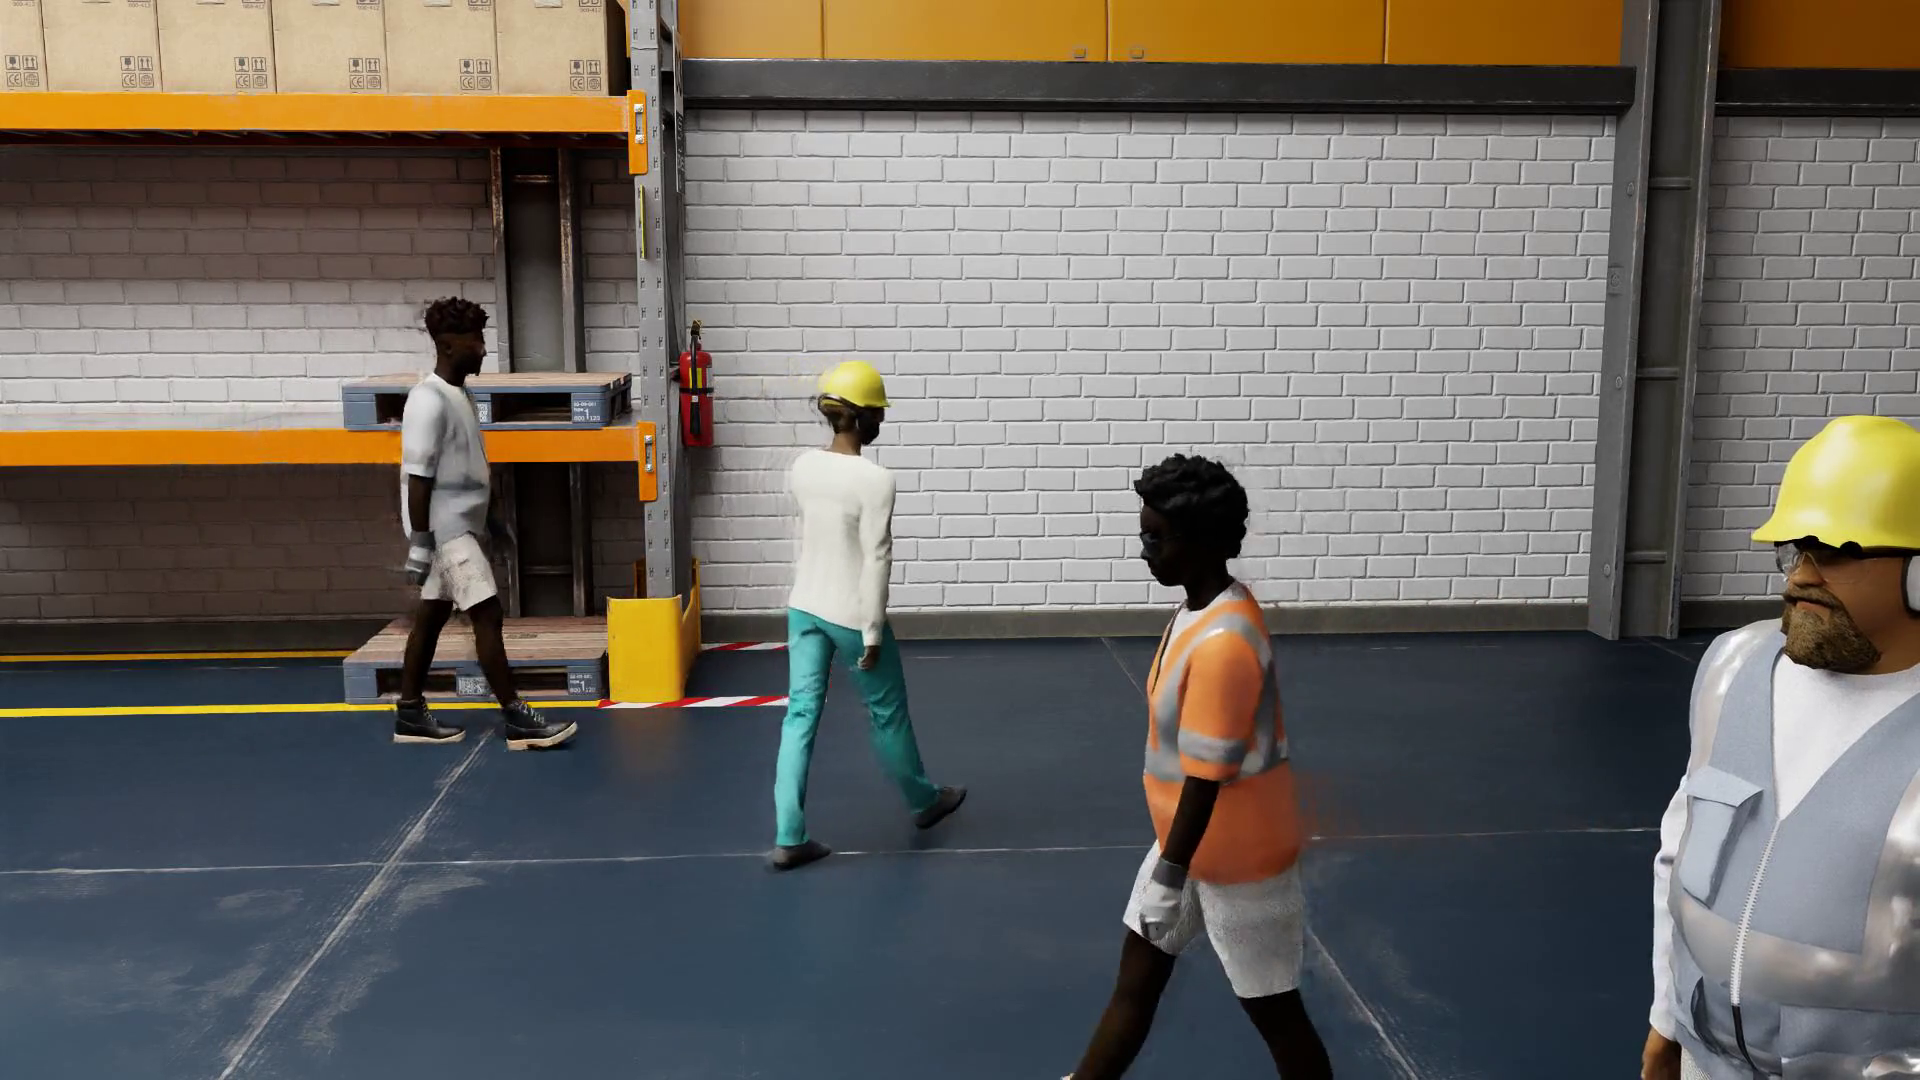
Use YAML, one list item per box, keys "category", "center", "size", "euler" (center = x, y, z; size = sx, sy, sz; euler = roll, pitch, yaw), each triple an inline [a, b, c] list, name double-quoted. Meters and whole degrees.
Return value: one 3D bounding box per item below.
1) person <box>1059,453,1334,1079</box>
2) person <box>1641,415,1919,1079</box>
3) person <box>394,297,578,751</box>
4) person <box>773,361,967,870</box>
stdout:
- category: "person"
  center: [0.450, 0.643, 3.514]
  size: [0.879, 1.643, 0.543]
  euler: [0, 9, 2]
- category: "person"
  center: [1.227, 0.737, 2.382]
  size: [0.404, 1.833, 0.588]
  euler: [-5, 10, -29]
- category: "person"
  center: [-2.040, -0.057, 7.088]
  size: [0.928, 1.924, 0.618]
  euler: [-1, 9, -6]
- category: "person"
  center: [-0.341, 0.244, 5.814]
  size: [0.527, 1.723, 0.895]
  euler: [7, 12, 39]
